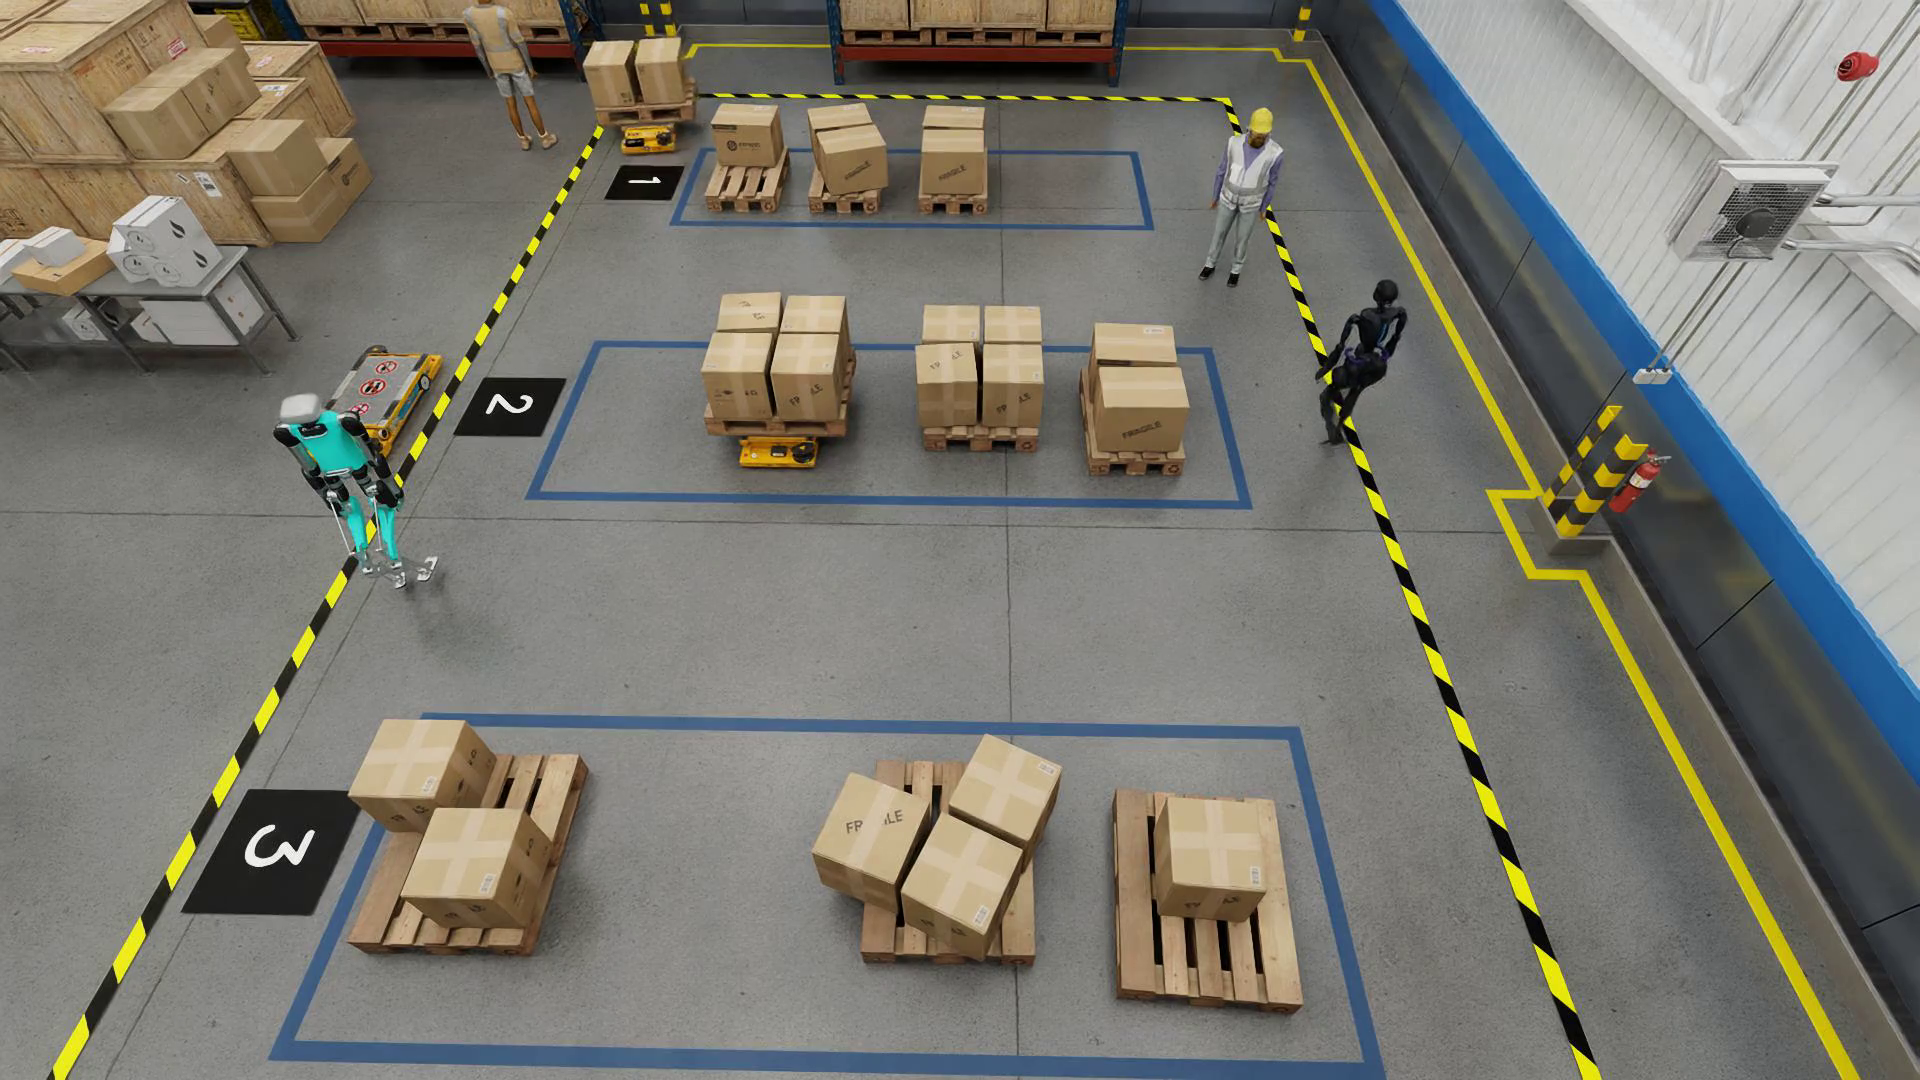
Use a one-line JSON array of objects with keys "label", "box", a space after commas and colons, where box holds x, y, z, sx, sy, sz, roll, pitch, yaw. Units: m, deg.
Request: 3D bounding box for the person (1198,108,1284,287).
[{"label": "person", "box": [2.828, -3.427, 9.241, 0.600, 1.831, 0.404, 21, 53, 17]}]

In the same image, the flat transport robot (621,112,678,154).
[{"label": "flat transport robot", "box": [-4.040, -5.520, 12.019, 0.652, 0.197, 1.431, -5, 50, -4]}]

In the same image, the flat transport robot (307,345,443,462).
[{"label": "flat transport robot", "box": [-5.383, -1.269, 8.441, 0.659, 0.231, 1.431, 1, 50, 1]}]

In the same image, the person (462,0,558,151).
[{"label": "person", "box": [-5.458, -5.743, 11.071, 0.604, 2.035, 0.380, -2, 50, -2]}]

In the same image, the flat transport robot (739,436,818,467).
[{"label": "flat transport robot", "box": [-1.582, -1.235, 8.394, 0.652, 0.197, 1.431, 1, 50, 1]}]

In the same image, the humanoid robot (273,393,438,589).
[{"label": "humanoid robot", "box": [-4.274, -0.204, 6.487, 0.533, 1.681, 0.735, -11, 51, -9]}]

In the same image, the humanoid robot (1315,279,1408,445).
[{"label": "humanoid robot", "box": [3.357, -1.440, 7.661, 0.600, 1.640, 0.446, -7, 50, -6]}]
